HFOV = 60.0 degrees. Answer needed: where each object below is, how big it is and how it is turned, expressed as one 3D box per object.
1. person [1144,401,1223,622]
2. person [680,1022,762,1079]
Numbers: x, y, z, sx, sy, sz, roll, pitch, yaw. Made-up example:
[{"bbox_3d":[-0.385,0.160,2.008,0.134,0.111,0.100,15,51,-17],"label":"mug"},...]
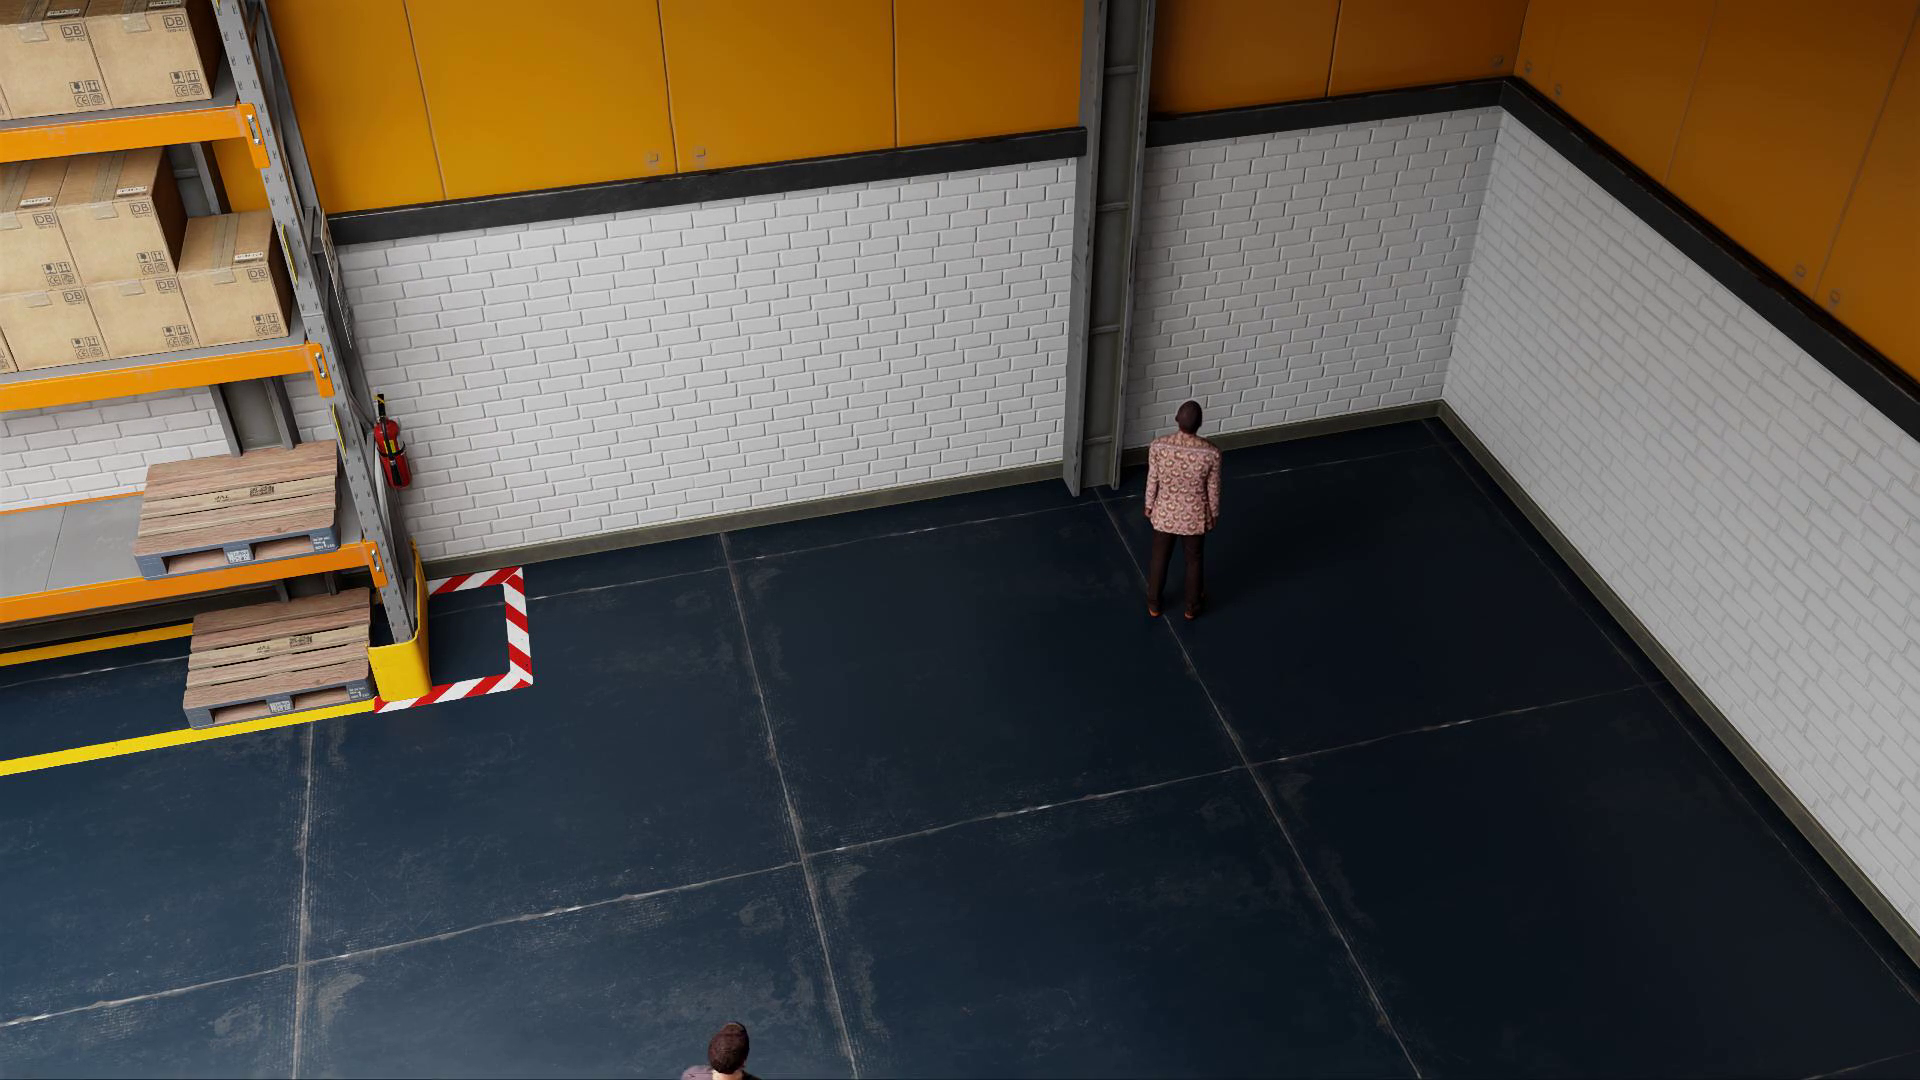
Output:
[{"bbox_3d":[1.552,-0.195,11.673,0.698,1.808,0.827,8,39,10],"label":"person"},{"bbox_3d":[-1.074,2.929,7.745,1.003,1.829,0.975,9,39,11],"label":"person"}]
